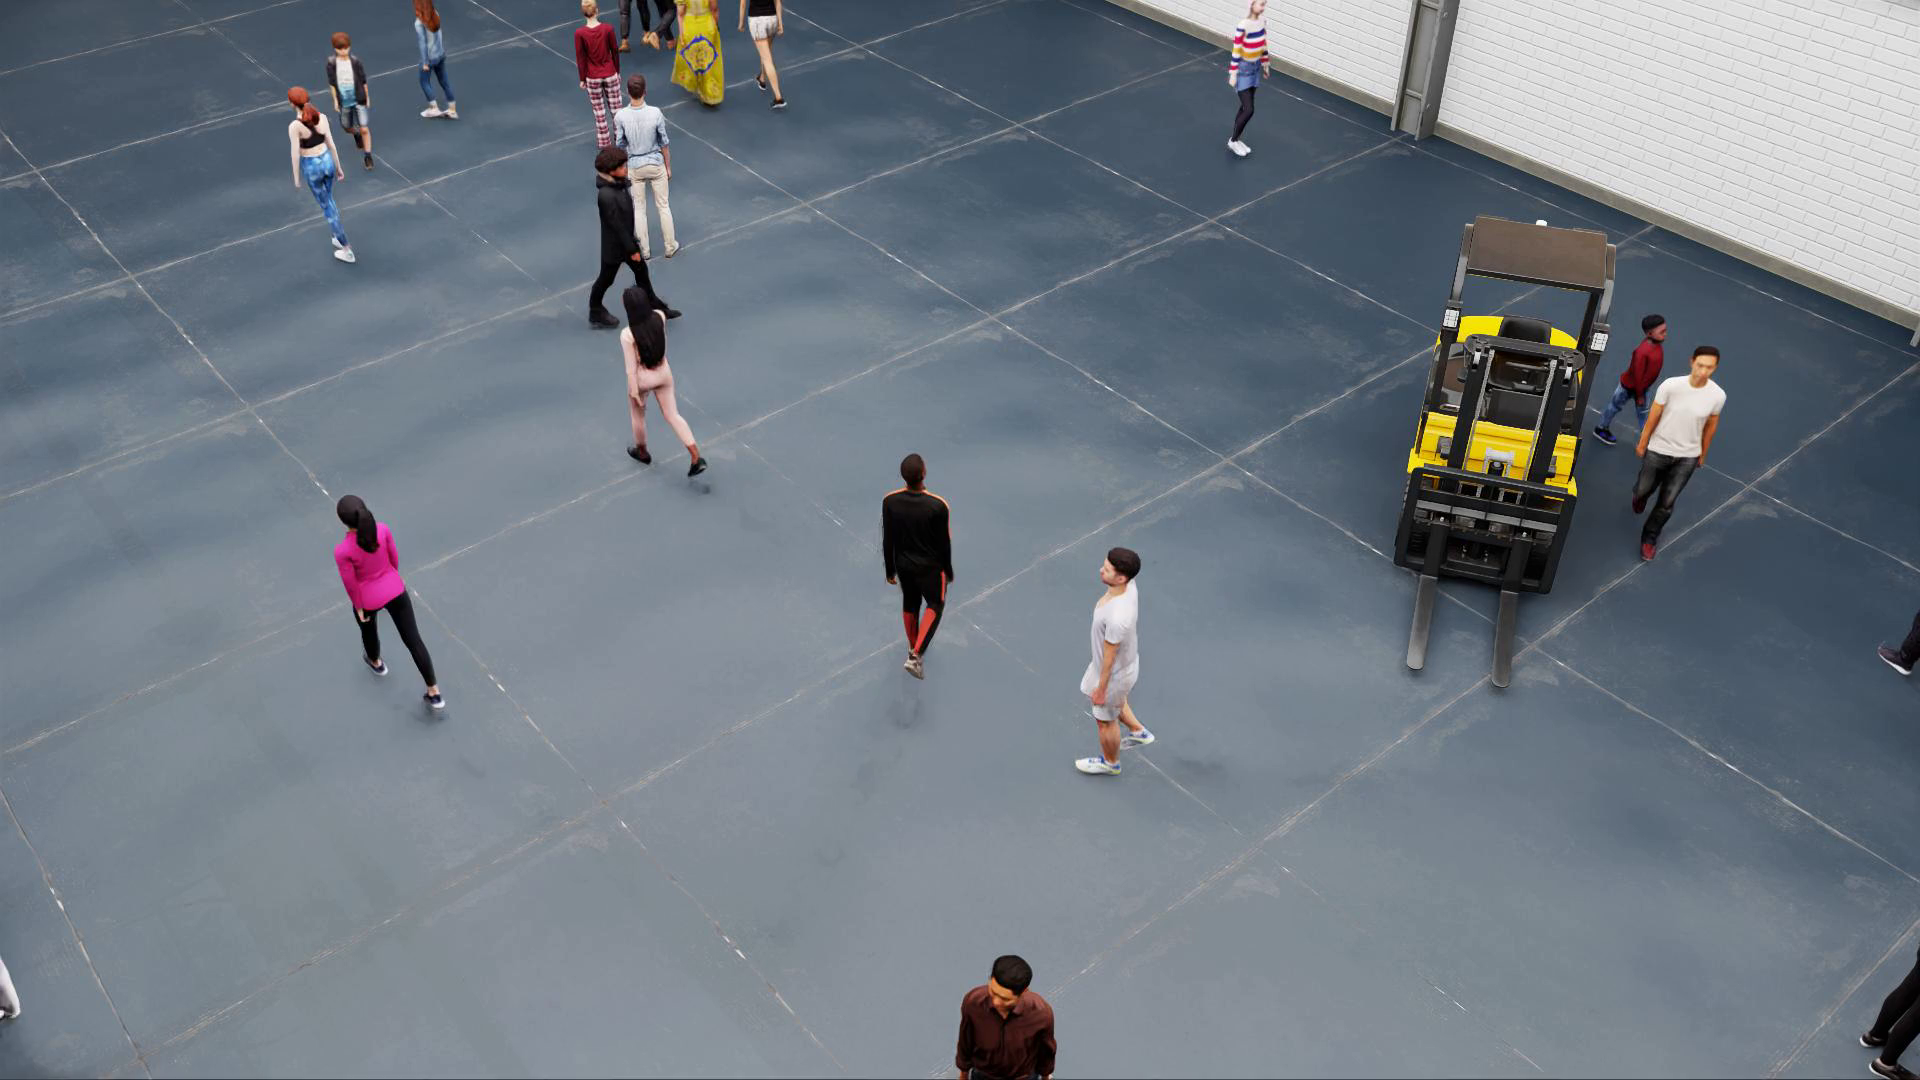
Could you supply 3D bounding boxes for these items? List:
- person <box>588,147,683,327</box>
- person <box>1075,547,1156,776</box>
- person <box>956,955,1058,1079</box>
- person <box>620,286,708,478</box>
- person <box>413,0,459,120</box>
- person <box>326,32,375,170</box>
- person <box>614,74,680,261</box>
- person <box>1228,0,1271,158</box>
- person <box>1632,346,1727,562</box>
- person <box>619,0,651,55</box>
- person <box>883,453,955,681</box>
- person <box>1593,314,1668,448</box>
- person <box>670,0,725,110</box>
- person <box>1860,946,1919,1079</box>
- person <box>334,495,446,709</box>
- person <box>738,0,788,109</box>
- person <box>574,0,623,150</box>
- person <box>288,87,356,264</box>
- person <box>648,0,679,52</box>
[{"bbox_3d":[-3.172,-2.682,15.011,1.144,1.740,1.062,4,39,5],"label":"person"},{"bbox_3d":[1.070,0.803,10.565,0.943,1.842,0.883,3,39,4],"label":"person"},{"bbox_3d":[0.222,2.638,8.319,0.695,1.778,0.768,5,39,6],"label":"person"},{"bbox_3d":[-2.389,-1.226,13.225,1.137,1.693,0.716,30,47,32],"label":"person"},{"bbox_3d":[-5.854,-5.417,18.656,0.788,1.465,0.737,13,40,16],"label":"person"},{"bbox_3d":[-6.535,-4.746,17.839,0.755,1.437,0.929,-10,40,-12],"label":"person"},{"bbox_3d":[-3.040,-3.600,16.075,0.729,1.847,0.734,-4,39,-5],"label":"person"},{"bbox_3d":[3.035,-5.050,17.928,0.685,1.800,0.600,-32,48,-33],"label":"person"},{"bbox_3d":[5.367,-0.720,12.519,0.981,1.794,0.991,10,40,12],"label":"person"},{"bbox_3d":[-3.970,-6.824,20.249,1.047,1.676,1.083,5,39,6],"label":"person"},{"bbox_3d":[-0.306,0.226,11.327,0.959,1.795,0.969,10,40,12],"label":"person"},{"bbox_3d":[5.509,-1.319,13.710,0.541,1.233,0.813,-31,48,-32],"label":"person"},{"bbox_3d":[-2.949,-5.706,18.899,1.050,1.625,1.220,-10,40,-13],"label":"person"},{"bbox_3d":[5.230,2.279,8.879,0.678,1.642,0.644,8,39,10],"label":"person"},{"bbox_3d":[-3.834,0.438,11.177,0.576,1.660,1.125,-29,47,-31],"label":"person"},{"bbox_3d":[-2.204,-5.817,18.894,0.884,1.794,1.291,-15,41,-18],"label":"person"},{"bbox_3d":[-3.882,-5.036,17.989,0.670,1.703,0.605,-14,41,-17],"label":"person"},{"bbox_3d":[-6.092,-3.474,15.988,0.765,1.768,0.660,25,45,28],"label":"person"},{"bbox_3d":[-3.669,-6.665,20.097,0.943,1.618,0.949,21,43,24],"label":"person"}]
